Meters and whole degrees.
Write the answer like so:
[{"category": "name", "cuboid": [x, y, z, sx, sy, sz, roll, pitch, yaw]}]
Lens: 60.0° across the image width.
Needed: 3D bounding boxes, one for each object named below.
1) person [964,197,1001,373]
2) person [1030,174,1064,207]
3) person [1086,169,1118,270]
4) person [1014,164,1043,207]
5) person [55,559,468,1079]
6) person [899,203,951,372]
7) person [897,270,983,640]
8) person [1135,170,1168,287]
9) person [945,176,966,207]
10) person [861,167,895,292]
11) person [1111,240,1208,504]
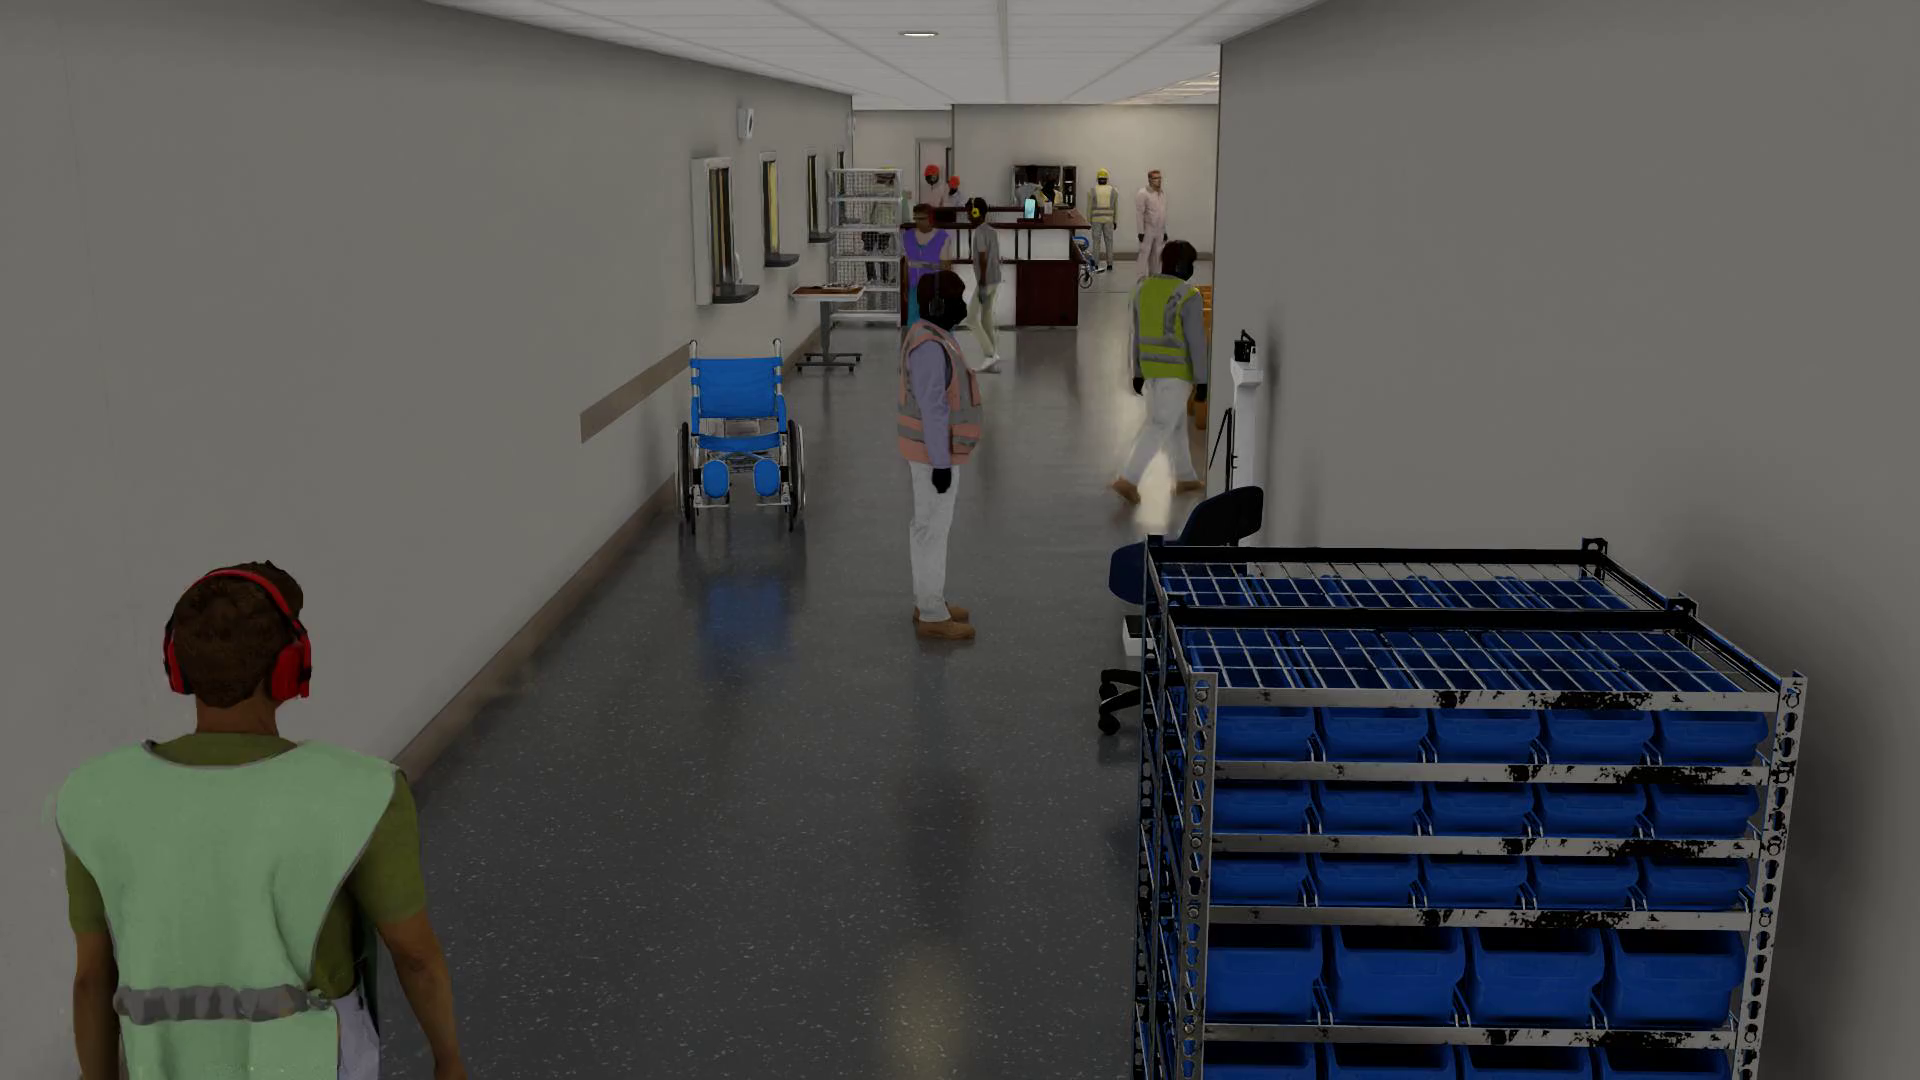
[{"category": "person", "cuboid": [0.236, -2.674, 17.496, 0.437, 1.836, 0.562, 5, 15, 20]}, {"category": "person", "cuboid": [1.417, -4.975, 26.850, 0.626, 1.838, 0.430, -7, 15, -25]}, {"category": "person", "cuboid": [2.589, -5.848, 30.392, 0.592, 1.833, 0.404, -2, 14, -6]}, {"category": "person", "cuboid": [1.220, -5.498, 28.731, 0.649, 1.967, 0.471, 10, 17, 34]}, {"category": "person", "cuboid": [-1.182, 0.911, 2.996, 0.581, 1.804, 0.885, 0, 14, 1]}, {"category": "person", "cuboid": [-0.354, -2.682, 17.664, 0.584, 1.788, 0.987, 6, 15, 23]}, {"category": "person", "cuboid": [-0.099, -0.430, 8.385, 0.430, 1.845, 0.619, -1, 14, -2]}, {"category": "person", "cuboid": [3.073, -4.916, 26.451, 0.636, 1.910, 0.405, -12, 18, -40]}, {"category": "person", "cuboid": [-0.186, -5.790, 30.417, 0.587, 1.706, 0.611, 13, 19, 43]}, {"category": "person", "cuboid": [-1.300, -4.923, 26.445, 0.764, 1.957, 0.402, -12, 19, -41]}, {"category": "person", "cuboid": [1.404, -1.144, 11.412, 0.935, 1.811, 0.639, -8, 16, -30]}]
